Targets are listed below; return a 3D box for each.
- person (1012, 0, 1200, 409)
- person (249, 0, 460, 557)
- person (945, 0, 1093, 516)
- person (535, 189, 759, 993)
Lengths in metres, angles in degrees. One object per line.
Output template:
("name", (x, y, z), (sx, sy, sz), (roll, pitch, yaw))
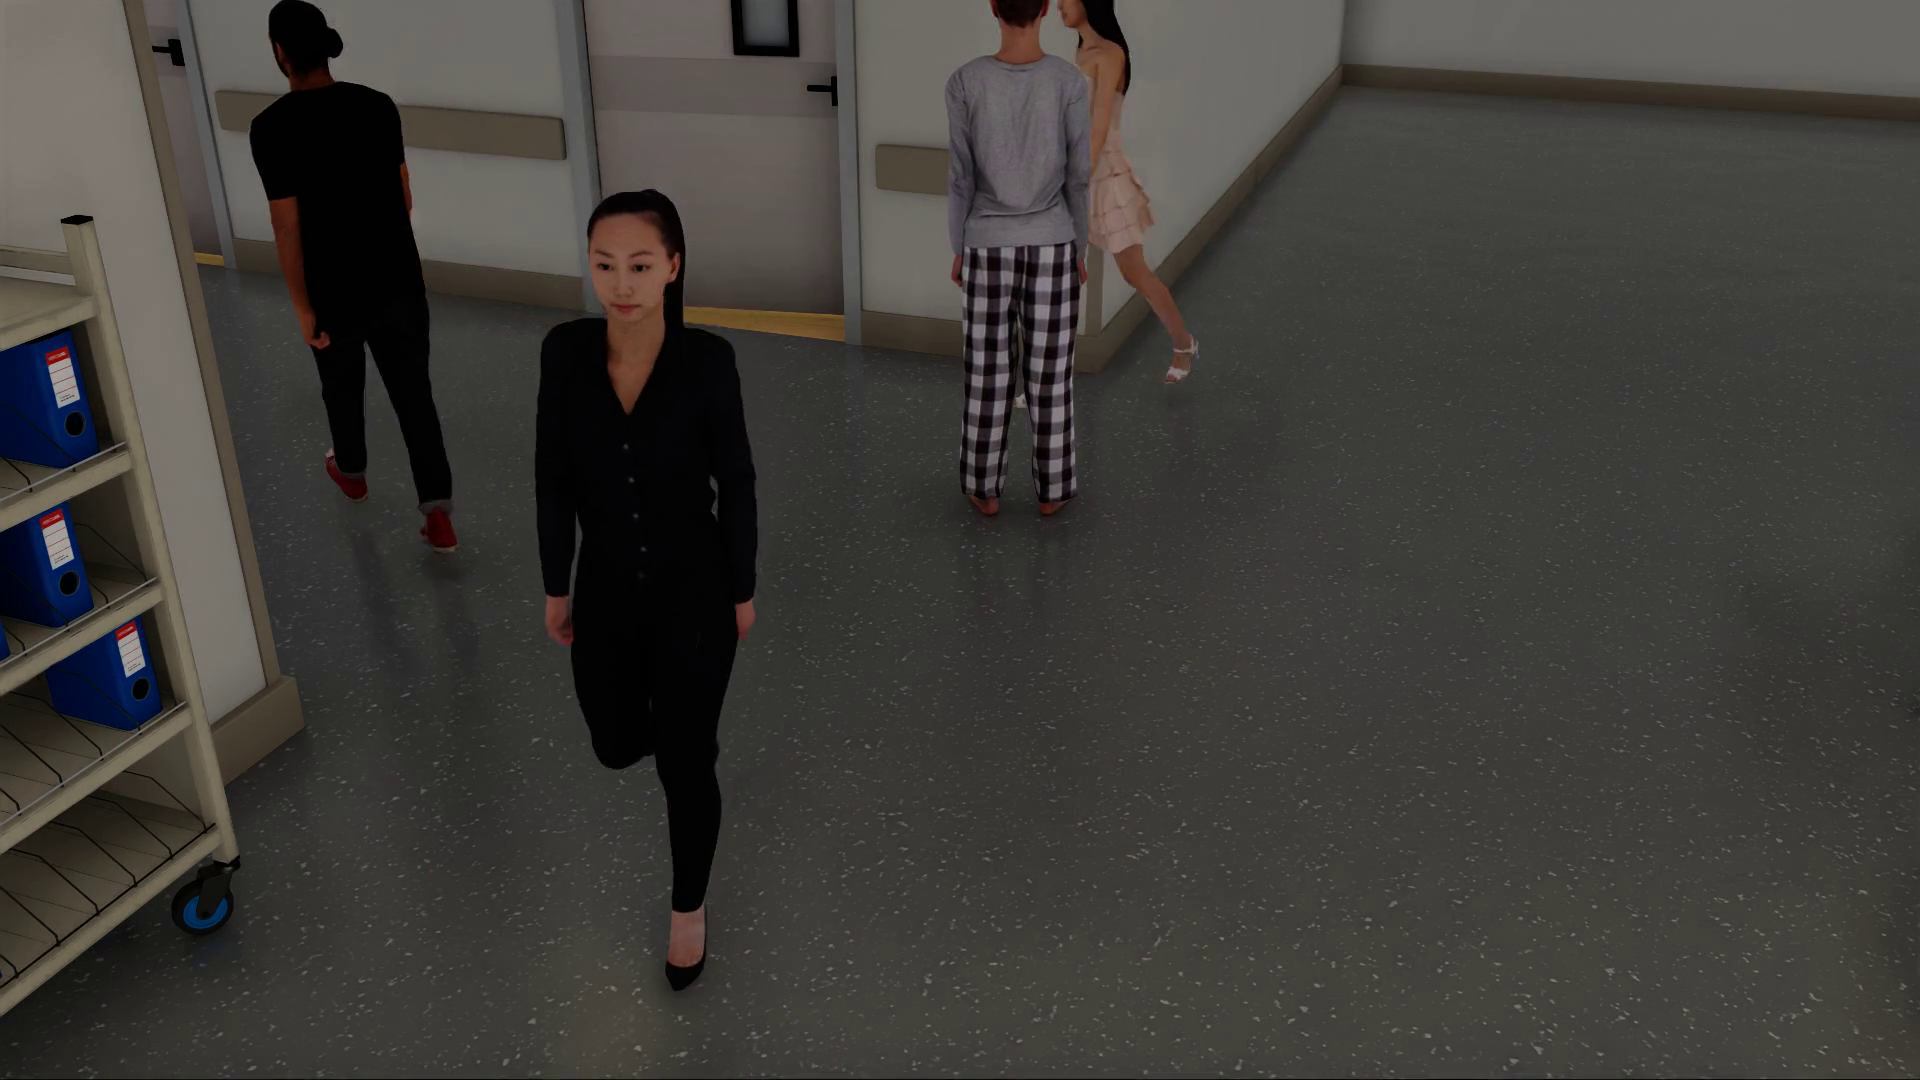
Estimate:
("person", (0.639, -1.305, 6.402), (1.100, 1.677, 1.077), (-10, 28, -21))
("person", (-1.841, -0.752, 5.219), (1.196, 1.709, 1.144), (-16, 30, -30))
("person", (0.197, -0.956, 5.482), (0.683, 1.848, 0.636), (1, 26, 2))
("person", (-0.629, 0.110, 3.443), (0.745, 1.699, 0.957), (1, 26, 3))
